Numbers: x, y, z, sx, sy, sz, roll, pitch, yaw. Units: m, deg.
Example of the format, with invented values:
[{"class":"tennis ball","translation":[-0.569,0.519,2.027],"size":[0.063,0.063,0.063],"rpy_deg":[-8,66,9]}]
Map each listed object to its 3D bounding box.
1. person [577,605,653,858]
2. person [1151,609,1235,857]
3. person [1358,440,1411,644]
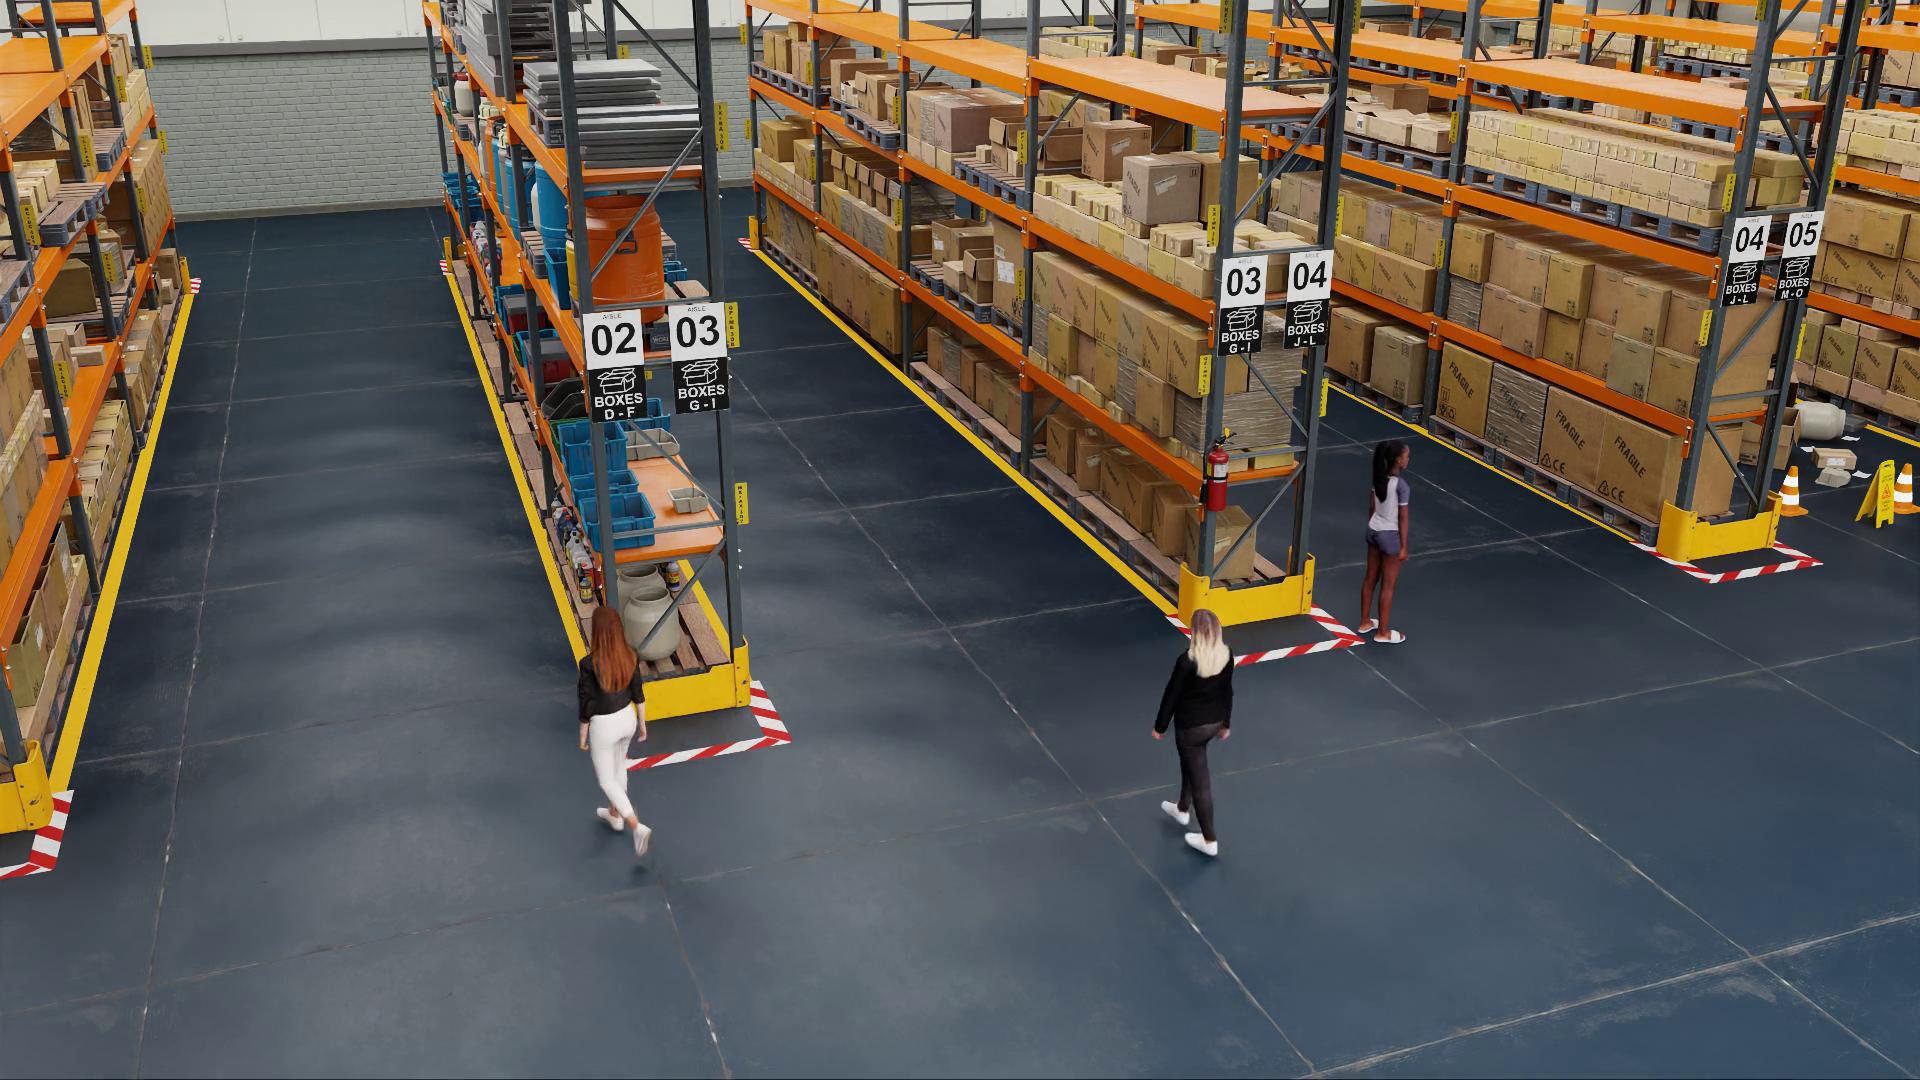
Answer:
[{"class":"person","translation":[-2.221,1.249,10.773],"size":[0.853,1.682,1.113],"rpy_deg":[-18,28,-37]},{"class":"person","translation":[1.604,1.274,10.737],"size":[0.764,1.662,0.932],"rpy_deg":[-16,27,-35]},{"class":"person","translation":[3.524,-0.004,13.777],"size":[0.678,1.727,0.500],"rpy_deg":[-9,24,-21]}]
